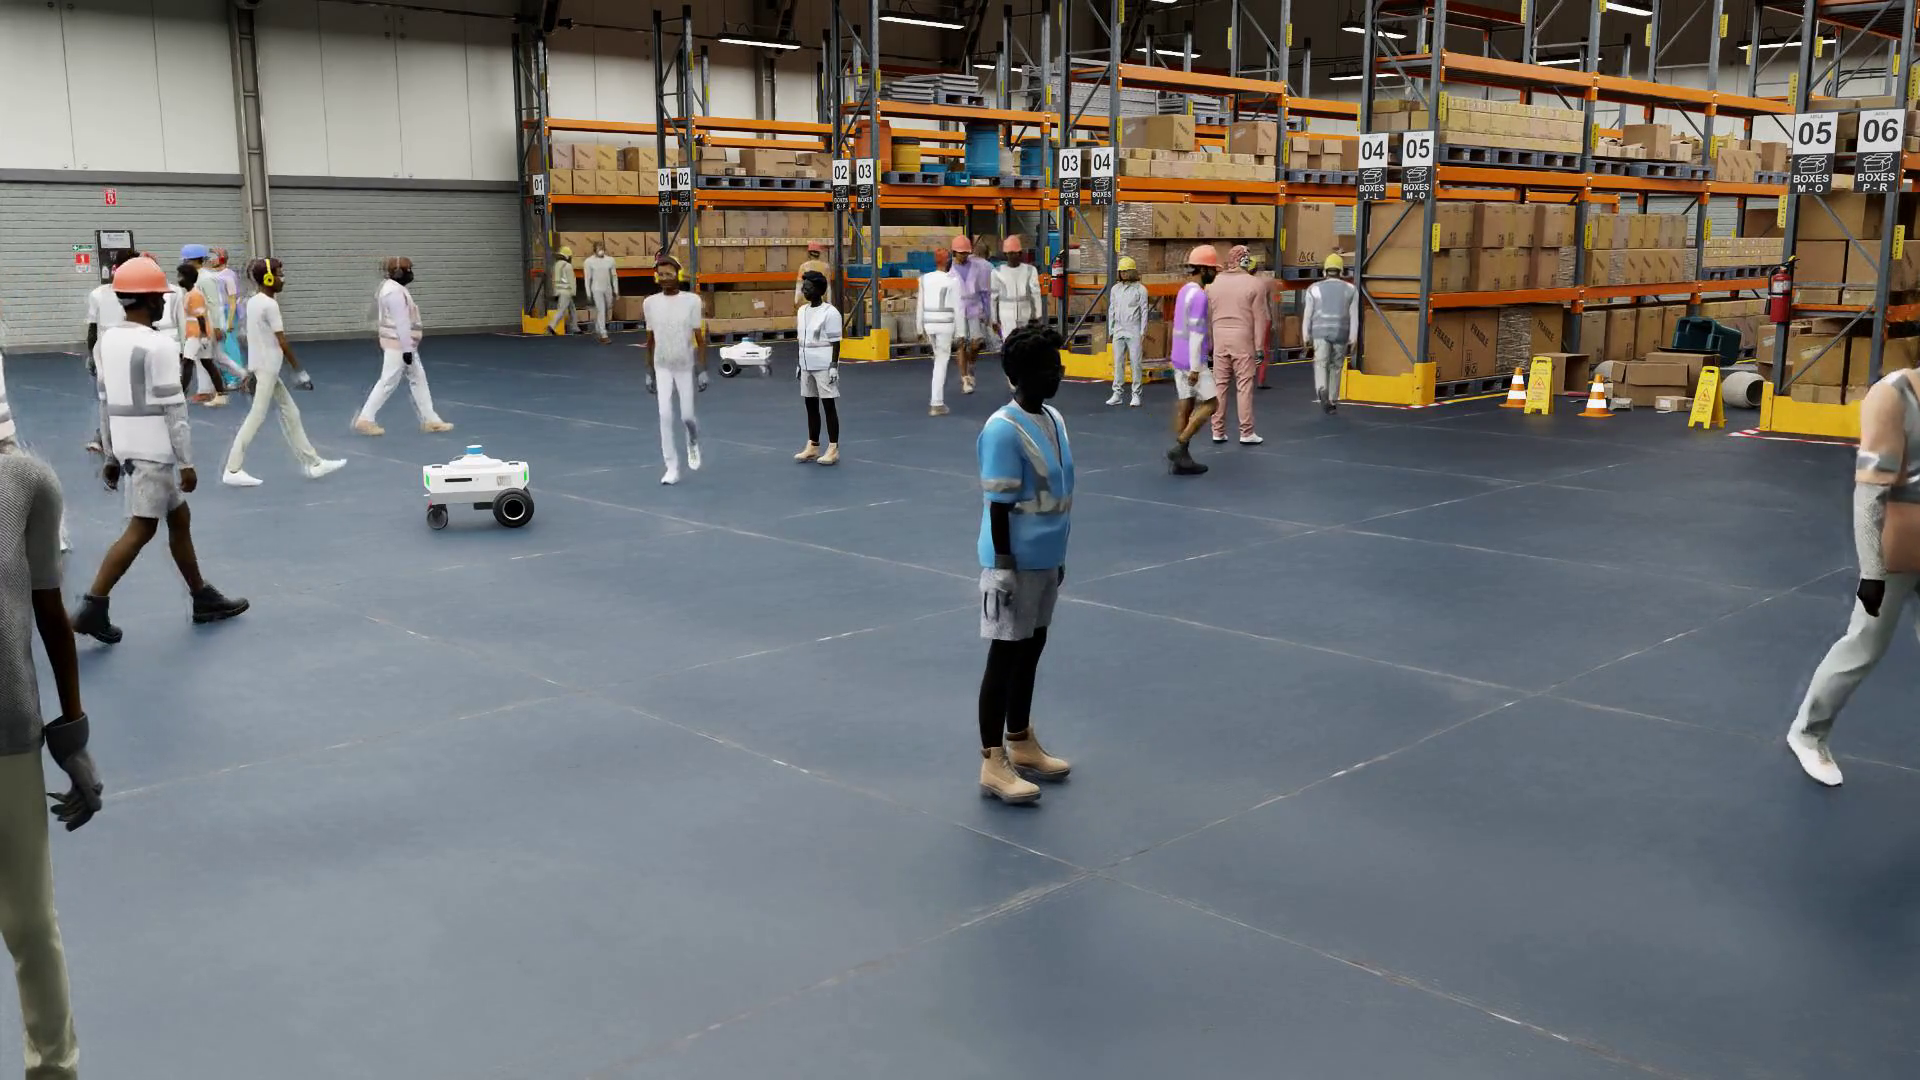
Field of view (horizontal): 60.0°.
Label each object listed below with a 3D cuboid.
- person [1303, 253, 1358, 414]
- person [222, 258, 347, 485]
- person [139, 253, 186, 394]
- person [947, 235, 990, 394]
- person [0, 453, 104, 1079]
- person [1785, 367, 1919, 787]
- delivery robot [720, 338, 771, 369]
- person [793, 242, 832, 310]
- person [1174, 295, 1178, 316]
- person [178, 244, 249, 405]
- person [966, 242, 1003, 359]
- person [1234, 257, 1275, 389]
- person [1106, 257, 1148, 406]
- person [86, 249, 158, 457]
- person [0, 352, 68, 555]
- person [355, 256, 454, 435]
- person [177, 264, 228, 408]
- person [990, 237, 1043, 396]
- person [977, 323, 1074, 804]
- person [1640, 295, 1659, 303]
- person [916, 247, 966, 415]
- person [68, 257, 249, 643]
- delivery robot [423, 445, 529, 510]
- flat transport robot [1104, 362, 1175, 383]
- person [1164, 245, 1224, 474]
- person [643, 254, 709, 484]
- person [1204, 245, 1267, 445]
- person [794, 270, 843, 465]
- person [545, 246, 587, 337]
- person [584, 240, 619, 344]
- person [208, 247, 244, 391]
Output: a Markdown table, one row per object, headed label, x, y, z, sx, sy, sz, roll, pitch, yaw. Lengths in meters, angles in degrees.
| label | x | y | z | sx | sy | sz | roll | pitch | yaw |
| --- | --- | --- | --- | --- | --- | --- | --- | --- | --- |
| person | 4.149 | -2.300 | 18.625 | 0.607 | 1.812 | 0.739 | 2 | 11 | 8 |
| person | -5.561 | -1.363 | 13.485 | 1.004 | 1.818 | 0.534 | -7 | 12 | -33 |
| person | -7.569 | -1.770 | 15.636 | 0.587 | 1.824 | 1.027 | -9 | 14 | -39 |
| person | 0.055 | -2.870 | 21.176 | 0.669 | 2.002 | 0.586 | -2 | 11 | -11 |
| person | -2.070 | 0.456 | 3.440 | 0.516 | 1.864 | 0.319 | -8 | 13 | -38 |
| person | 3.322 | 0.016 | 5.793 | 0.614 | 1.884 | 0.974 | -3 | 11 | -14 |
| delivery robot | -3.065 | -2.658 | 23.829 | 0.707 | 0.478 | 0.477 | 0 | 11 | 3 |
| person | -2.435 | -3.959 | 27.446 | 0.552 | 1.880 | 0.968 | -7 | 13 | -35 |
| person | 4.228 | -4.441 | 30.817 | 0.762 | 1.611 | 0.519 | -10 | 14 | -42 |
| person | -8.963 | -2.613 | 20.049 | 0.810 | 1.909 | 0.648 | -7 | 13 | -34 |
| person | 0.367 | -3.898 | 27.130 | 0.638 | 1.885 | 1.037 | 10 | 14 | 44 |
| person | 3.854 | -2.828 | 21.735 | 0.630 | 1.724 | 0.344 | -4 | 11 | -22 |
| person | 1.973 | -2.461 | 19.660 | 0.493 | 1.742 | 0.322 | 6 | 12 | 31 |
| person | -7.718 | -1.719 | 15.263 | 0.618 | 1.888 | 1.060 | 2 | 11 | 11 |
| person | -5.953 | -0.640 | 10.156 | 0.883 | 1.589 | 0.517 | 0 | 10 | 2 |
| person | -5.702 | -1.967 | 16.832 | 0.952 | 1.802 | 0.644 | -3 | 11 | -17 |
| person | -8.912 | -2.333 | 19.163 | 0.835 | 1.653 | 0.553 | -6 | 12 | -29 |
| person | 0.698 | -2.851 | 21.175 | 0.622 | 1.986 | 1.091 | -2 | 11 | -11 |
| person | 0.240 | 0.071 | 5.976 | 0.317 | 1.695 | 0.540 | 5 | 11 | 25 |
| person | 13.899 | -5.127 | 33.709 | 0.555 | 1.914 | 0.525 | 6 | 12 | 29 |
| person | -0.176 | -2.352 | 18.717 | 0.616 | 1.867 | 0.531 | 9 | 14 | 41 |
| person | -4.097 | -0.459 | 8.325 | 0.553 | 1.898 | 0.983 | 7 | 13 | 34 |
| delivery robot | -3.383 | -0.418 | 11.622 | 0.707 | 0.478 | 0.477 | -3 | 11 | -17 |
| flat transport robot | 2.727 | -2.341 | 23.137 | 1.431 | 0.197 | 0.652 | -9 | 14 | -42 |
| person | 1.987 | -1.503 | 13.963 | 0.413 | 1.923 | 0.560 | -2 | 11 | -10 |
| person | -2.325 | -1.411 | 13.644 | 0.535 | 1.850 | 0.633 | 0 | 10 | 2 |
| person | 2.668 | -1.882 | 16.076 | 0.643 | 1.902 | 0.399 | 7 | 13 | 34 |
| person | -1.256 | -1.519 | 14.647 | 0.540 | 1.695 | 0.317 | 10 | 14 | 43 |
| person | -7.871 | -4.933 | 33.001 | 0.879 | 1.800 | 0.592 | -7 | 13 | -34 |
| person | -6.737 | -4.651 | 31.140 | 0.633 | 1.917 | 0.781 | -8 | 13 | -39 |
| person | -9.539 | -2.872 | 21.620 | 0.389 | 1.846 | 0.566 | -10 | 14 | -43 |
